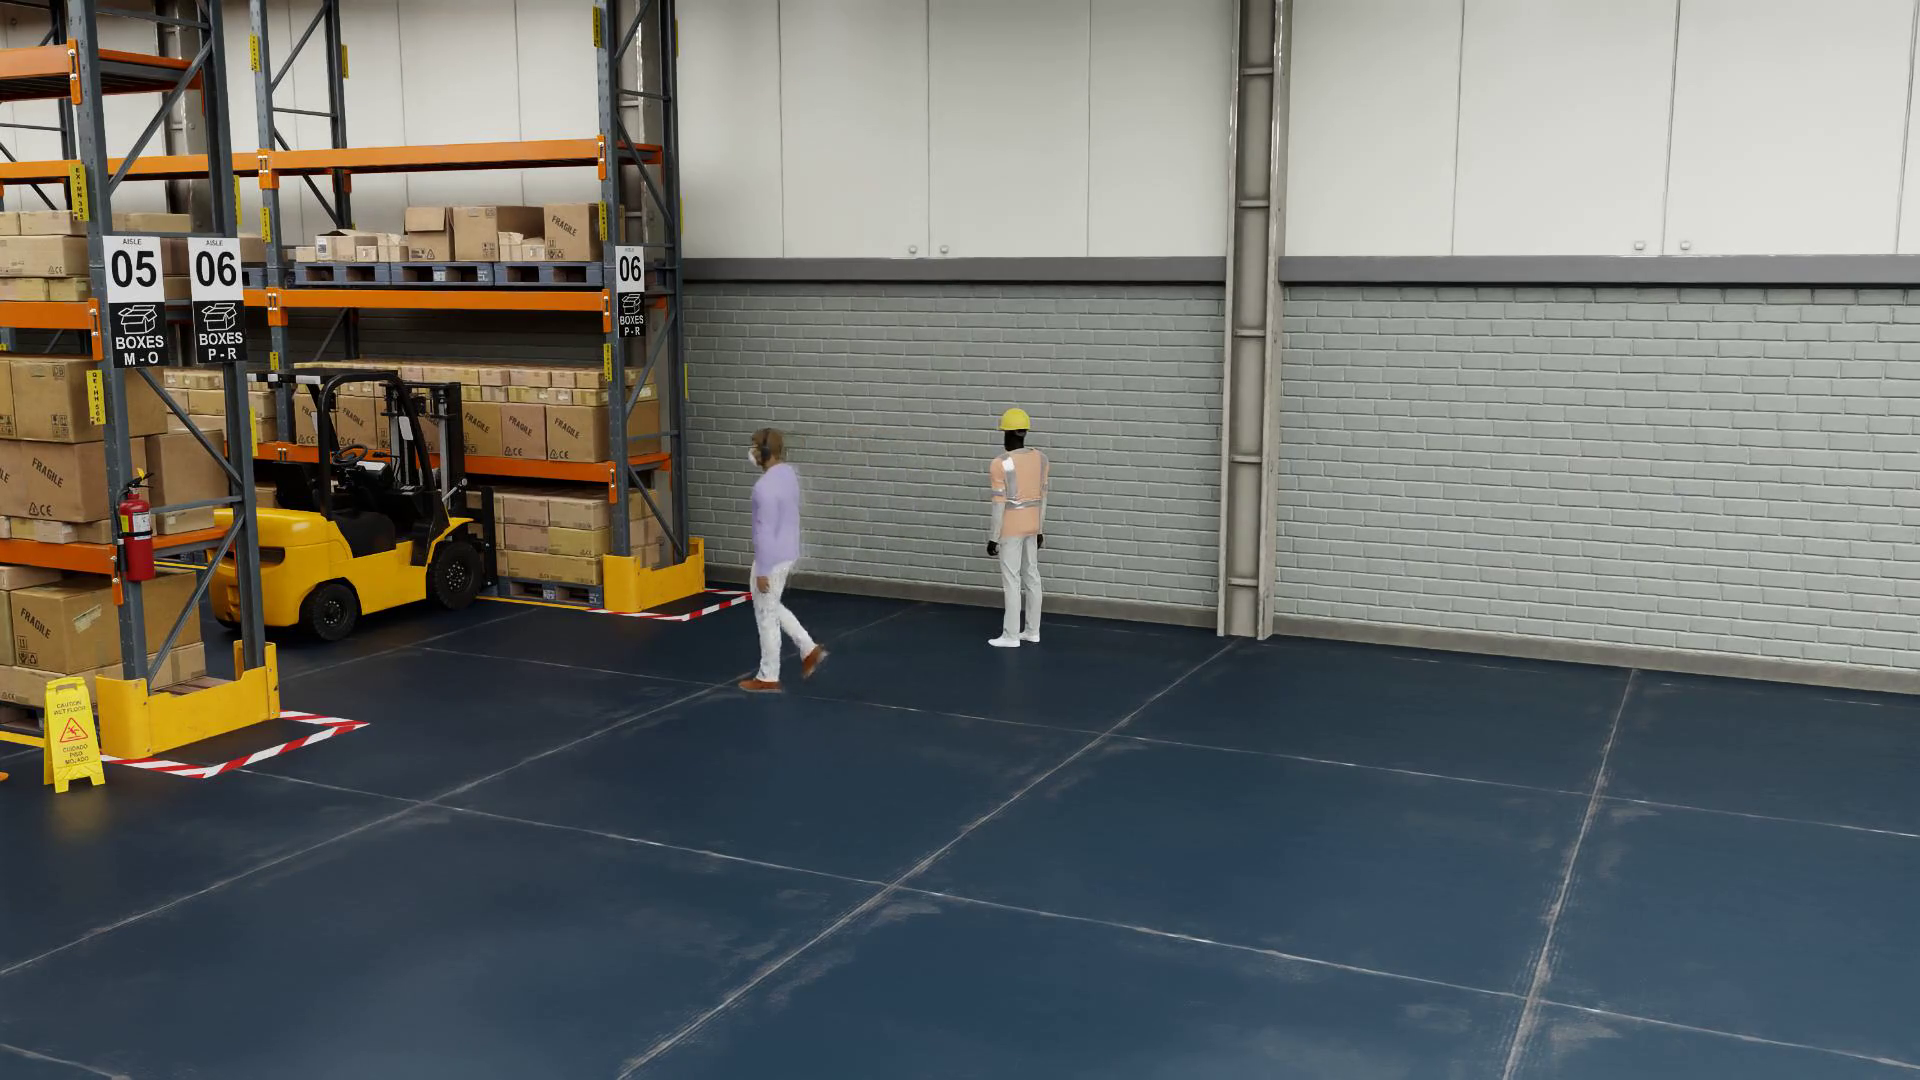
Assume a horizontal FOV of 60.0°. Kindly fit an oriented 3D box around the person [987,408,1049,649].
[{"bbox_3d":[0.450,-0.090,13.325,0.585,1.927,0.366,-8,12,-42],"label":"person"}]

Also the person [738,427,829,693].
[{"bbox_3d":[-1.299,0.152,11.828,0.536,1.928,0.646,2,9,10],"label":"person"}]
